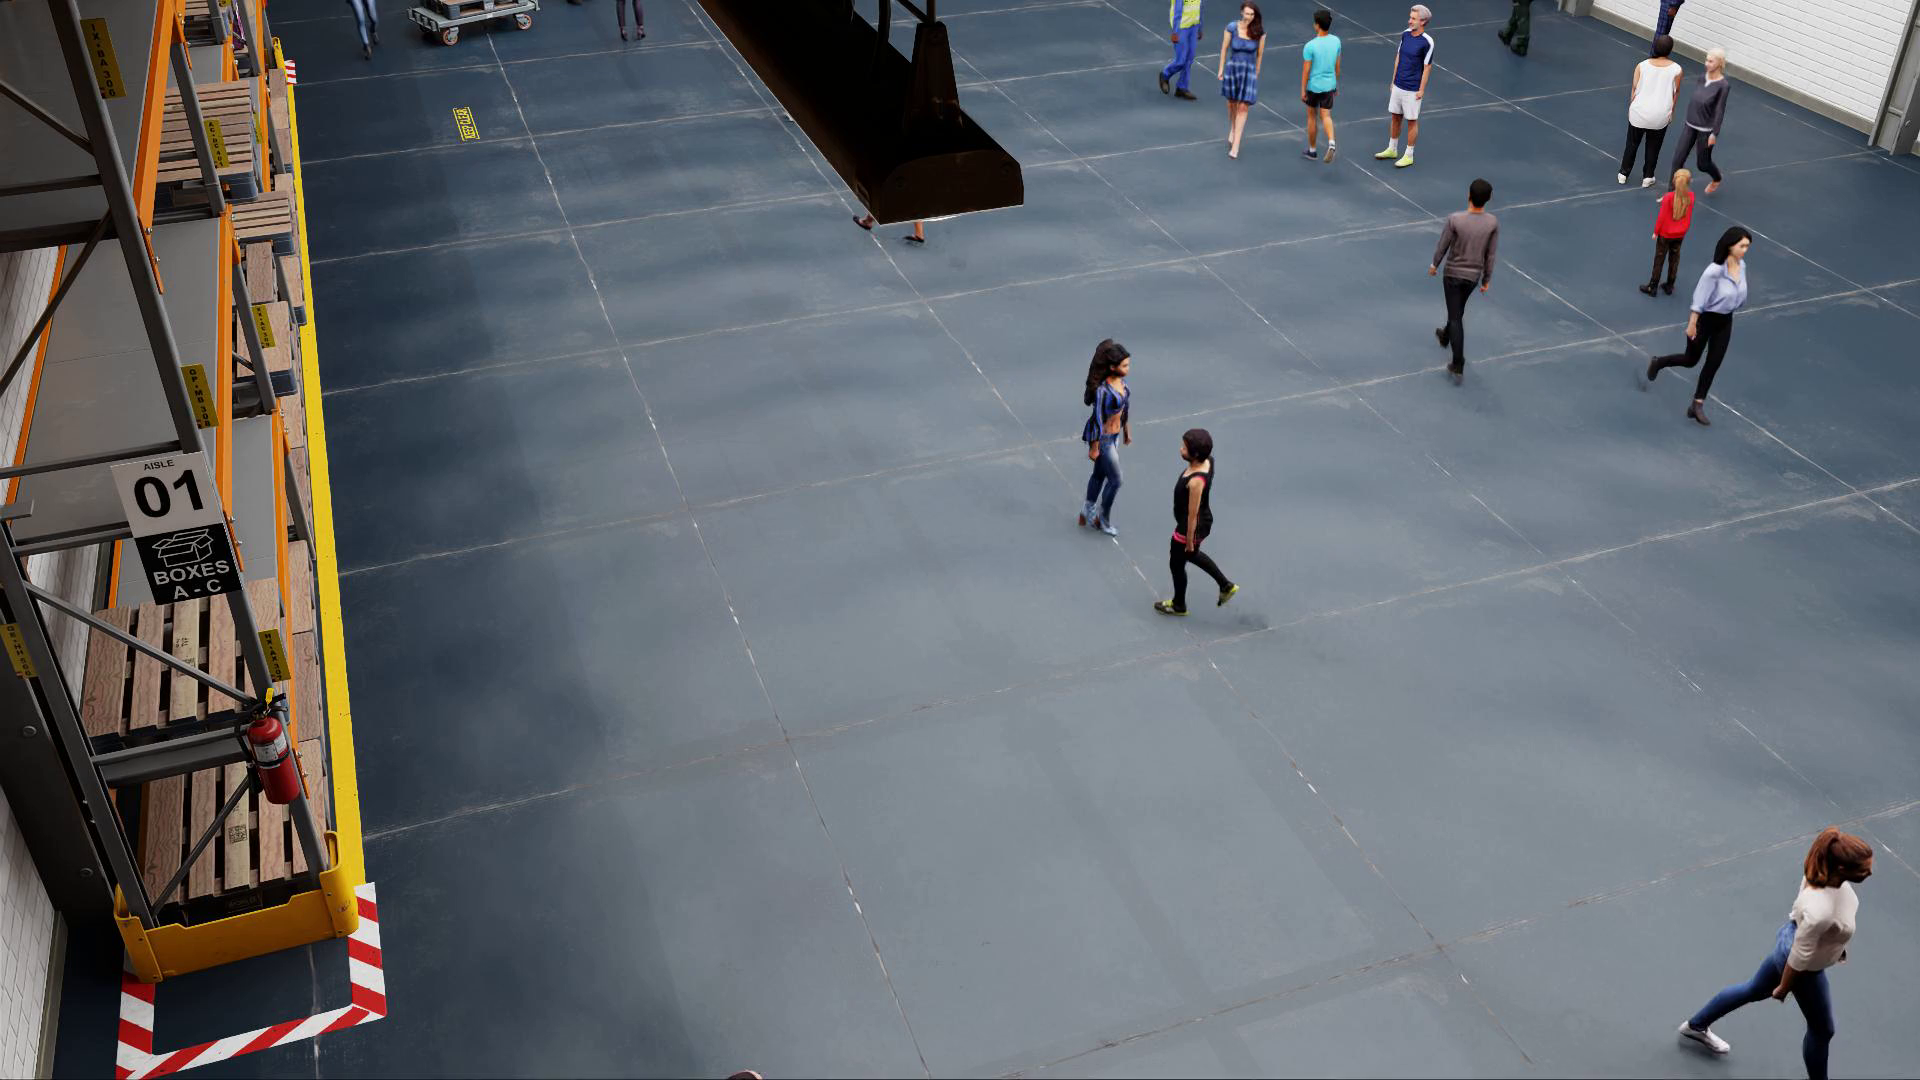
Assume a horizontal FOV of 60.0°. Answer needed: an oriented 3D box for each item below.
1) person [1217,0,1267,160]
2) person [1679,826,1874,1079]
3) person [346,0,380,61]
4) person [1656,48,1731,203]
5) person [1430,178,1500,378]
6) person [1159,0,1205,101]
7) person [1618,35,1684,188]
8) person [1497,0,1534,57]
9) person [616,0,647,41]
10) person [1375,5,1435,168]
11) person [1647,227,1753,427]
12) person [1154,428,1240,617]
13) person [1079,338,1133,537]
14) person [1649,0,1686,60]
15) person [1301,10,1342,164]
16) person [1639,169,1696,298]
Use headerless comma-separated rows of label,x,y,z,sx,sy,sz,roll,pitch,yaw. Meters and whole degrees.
person,3.258,-5.375,19.389,1.091,1.736,1.271,9,35,13
person,4.073,2.066,8.251,1.165,1.674,1.088,16,37,22
person,-8.118,-7.430,22.508,0.591,1.706,0.872,-10,35,-15
person,8.139,-4.497,18.104,0.751,1.697,0.992,-15,37,-22
person,4.466,-2.287,14.755,0.840,1.723,1.192,-5,34,-8
person,2.793,-6.488,21.002,0.844,1.805,0.918,-27,42,-35
person,7.712,-4.801,18.570,0.750,1.688,0.818,16,37,23
person,7.704,-7.464,22.467,0.693,1.810,0.960,-13,36,-19
person,-4.651,-7.846,23.095,0.682,1.749,0.653,-1,34,-2
person,5.149,-5.219,19.063,0.741,1.838,0.565,-19,38,-27
person,6.299,-1.857,14.108,0.666,1.724,0.996,-13,36,-19
person,1.700,-0.102,11.637,0.883,1.537,0.850,11,35,16
person,1.031,-0.781,12.595,0.809,1.607,0.754,16,37,22
person,9.417,-7.158,21.999,0.819,1.817,0.755,14,36,20
person,4.165,-5.128,18.999,0.717,1.757,0.965,-7,34,-11
person,6.945,-3.005,16.235,0.532,1.280,0.534,-5,34,-7
